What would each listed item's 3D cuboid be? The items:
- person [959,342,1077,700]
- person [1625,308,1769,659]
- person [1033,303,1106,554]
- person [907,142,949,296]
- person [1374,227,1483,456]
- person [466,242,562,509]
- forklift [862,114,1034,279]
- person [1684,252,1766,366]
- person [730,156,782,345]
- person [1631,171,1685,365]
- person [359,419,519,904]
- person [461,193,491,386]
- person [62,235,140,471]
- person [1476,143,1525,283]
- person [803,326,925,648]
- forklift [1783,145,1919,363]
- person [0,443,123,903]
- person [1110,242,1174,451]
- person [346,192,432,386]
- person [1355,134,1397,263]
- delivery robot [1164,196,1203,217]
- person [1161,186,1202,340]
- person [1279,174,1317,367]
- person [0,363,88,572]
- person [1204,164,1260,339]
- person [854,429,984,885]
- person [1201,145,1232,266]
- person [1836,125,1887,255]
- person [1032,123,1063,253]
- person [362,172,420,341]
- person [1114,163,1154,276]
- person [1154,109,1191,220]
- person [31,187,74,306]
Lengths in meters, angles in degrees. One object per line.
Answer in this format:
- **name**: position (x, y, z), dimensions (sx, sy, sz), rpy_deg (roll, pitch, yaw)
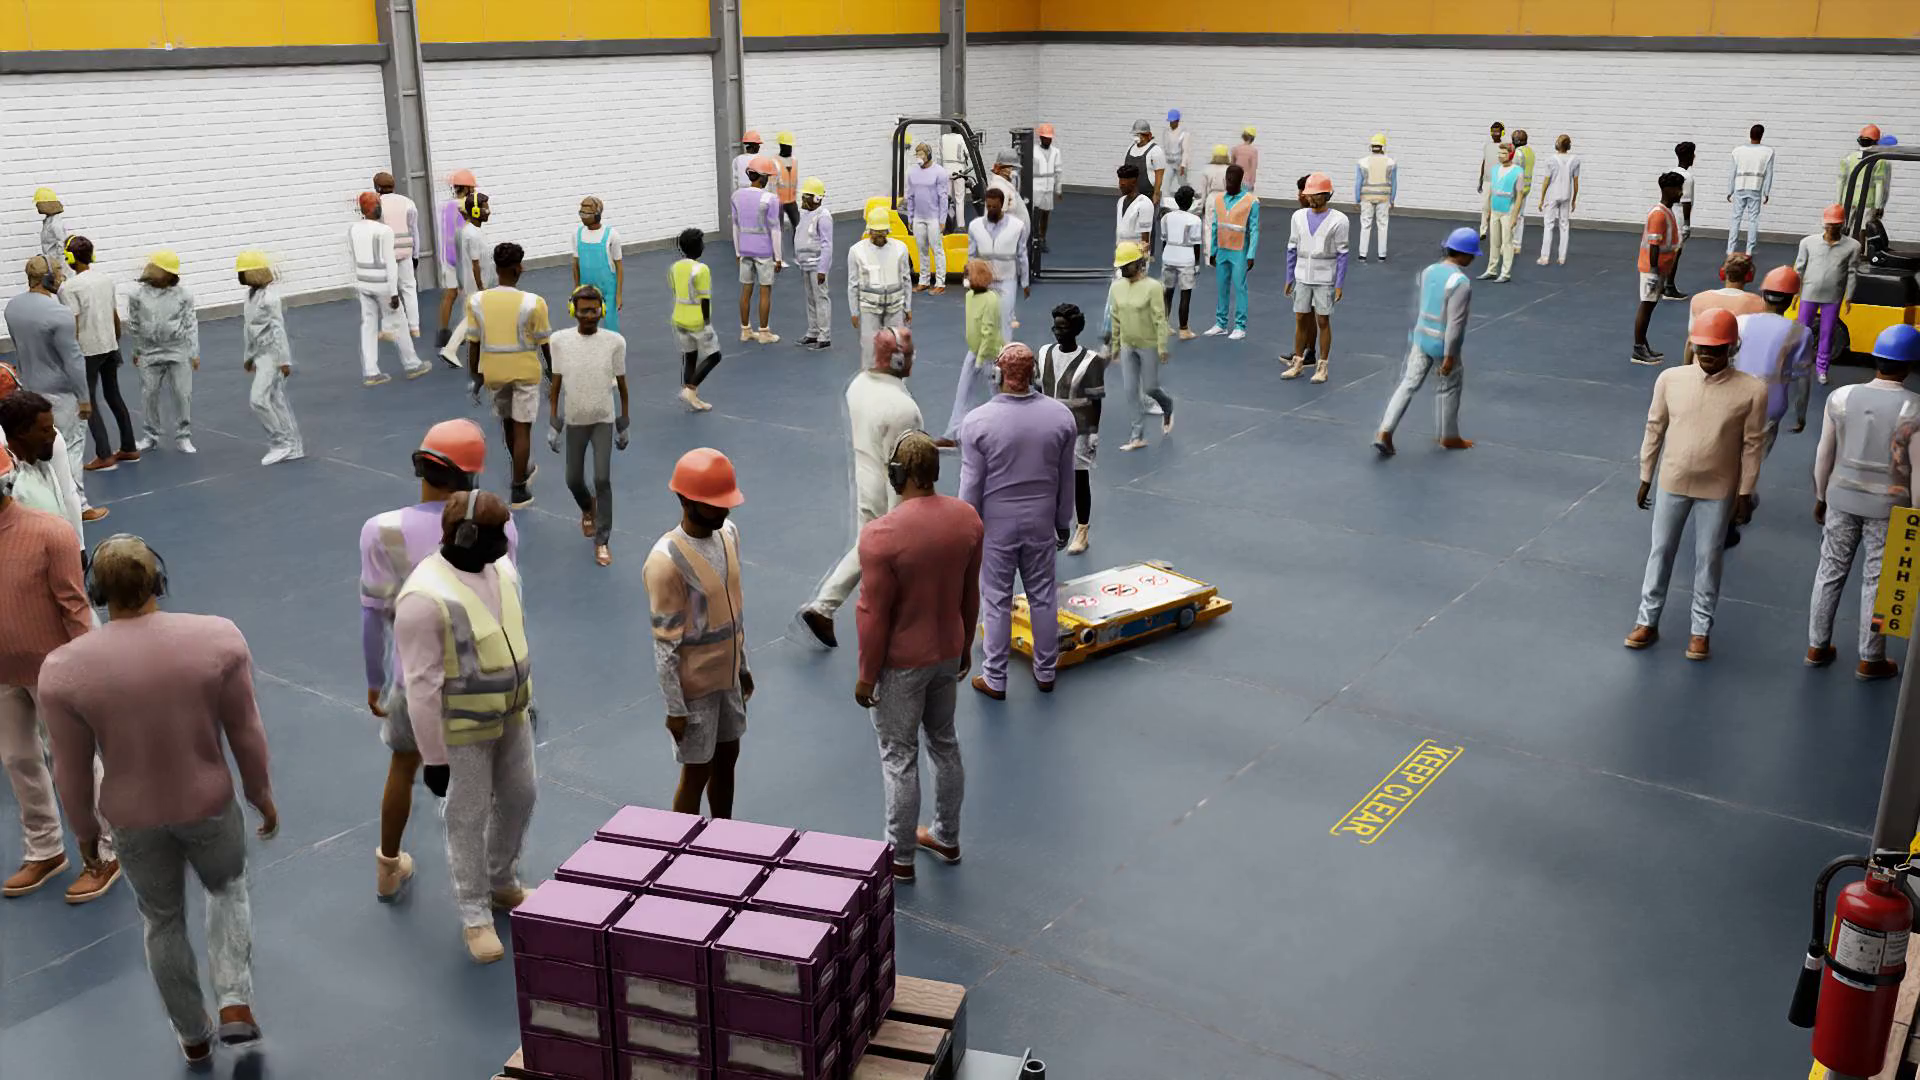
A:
- **person**: position (0.284, -0.096, 8.776), dimensions (0.652, 1.906, 0.402), rpy_deg (-6, 19, -19)
- **person**: position (4.115, -0.311, 9.304), dimensions (0.623, 1.992, 0.396), rpy_deg (12, 21, 32)
- **person**: position (0.713, -0.747, 11.147), dimensions (0.533, 1.697, 0.322), rpy_deg (12, 21, 33)
- **person**: position (-0.415, -4.109, 21.300), dimensions (0.632, 1.930, 0.376), rpy_deg (13, 22, 34)
- **person**: position (3.831, -1.594, 13.500), dimensions (0.991, 1.892, 0.628), rpy_deg (-8, 19, -23)
- **person**: position (-3.264, -1.256, 12.368), dimensions (0.622, 1.921, 0.937), rpy_deg (2, 18, 7)
- **forklift**: position (-0.171, -4.594, 22.377), dimensions (2.313, 2.155, 1.214), rpy_deg (1, 18, 3)
- **person**: position (5.666, -1.214, 12.390), dimensions (0.563, 1.835, 0.384), rpy_deg (14, 22, 36)
- **person**: position (-2.183, -3.140, 18.108), dimensions (0.612, 2.029, 0.409), rpy_deg (9, 20, 27)
- **person**: position (7.200, -2.812, 17.173), dimensions (0.373, 1.966, 0.607), rpy_deg (10, 20, 28)
- **person**: position (-2.105, 0.509, 6.763), dimensions (0.683, 1.997, 0.385), rpy_deg (-9, 20, -25)
- **person**: position (-4.646, -2.426, 16.140), dimensions (0.332, 1.864, 0.506), rpy_deg (-5, 19, -16)
- **person**: position (-6.861, -1.481, 13.194), dimensions (0.347, 1.853, 0.536), rpy_deg (5, 19, 17)
- **person**: position (7.282, -4.370, 22.238), dimensions (0.393, 1.846, 0.564), rpy_deg (-8, 19, -23)
- **person**: position (-0.464, -0.274, 9.376), dimensions (0.849, 1.883, 0.635), rpy_deg (-11, 21, -30)
- **forklift**: position (9.803, -2.879, 17.013), dimensions (2.313, 2.155, 1.214), rpy_deg (12, 21, 33)
- **person**: position (-3.794, 0.521, 6.732), dimensions (0.627, 1.980, 0.410), rpy_deg (2, 18, 6)
- **person**: position (1.536, -1.633, 13.875), dimensions (0.564, 1.731, 0.624), rpy_deg (14, 23, 38)
- **person**: position (-5.618, -2.480, 16.304), dimensions (0.598, 1.854, 0.803), rpy_deg (8, 19, 23)
- **person**: position (5.990, -4.922, 24.001), dimensions (0.587, 1.825, 0.404), rpy_deg (3, 18, 10)
- **delivery robot**: position (3.840, -5.741, 28.465), dimensions (0.707, 0.478, 0.477), rpy_deg (16, 24, 41)
- **person**: position (2.442, -3.063, 18.407), dimensions (0.531, 1.689, 0.322), rpy_deg (15, 23, 39)
- **person**: position (3.536, -2.737, 16.965), dimensions (0.395, 1.955, 0.604), rpy_deg (0, 18, -1)
- **person**: position (-4.728, 0.033, 8.411), dimensions (0.575, 1.883, 0.355), rpy_deg (-5, 18, -14)
- **person**: position (3.035, -3.201, 18.470), dimensions (0.376, 1.915, 0.599), rpy_deg (-16, 24, -41)
- **person**: position (-0.173, 0.488, 6.918), dimensions (0.637, 1.930, 0.377), rpy_deg (-17, 24, -42)
- **person**: position (3.679, -4.784, 23.783), dimensions (0.499, 1.689, 0.920), rpy_deg (7, 19, 20)
- **person**: position (12.217, -4.589, 22.604), dimensions (0.377, 2.045, 0.605), rpy_deg (-15, 23, -39)
- **person**: position (1.255, -5.249, 24.871), dimensions (0.559, 1.916, 0.455), rpy_deg (-9, 20, -27)
- **person**: position (-6.281, -3.135, 18.399), dimensions (0.633, 1.837, 0.429), rpy_deg (-16, 24, -40)
- **person**: position (1.864, -3.118, 18.165), dimensions (0.387, 1.952, 0.610), rpy_deg (-9, 20, -26)
- **person**: position (3.756, -6.534, 28.982), dimensions (0.609, 1.891, 0.979), rpy_deg (12, 21, 33)
- **person**: position (-9.614, -2.871, 17.719), dimensions (0.295, 1.743, 0.493), rpy_deg (-13, 22, -35)
